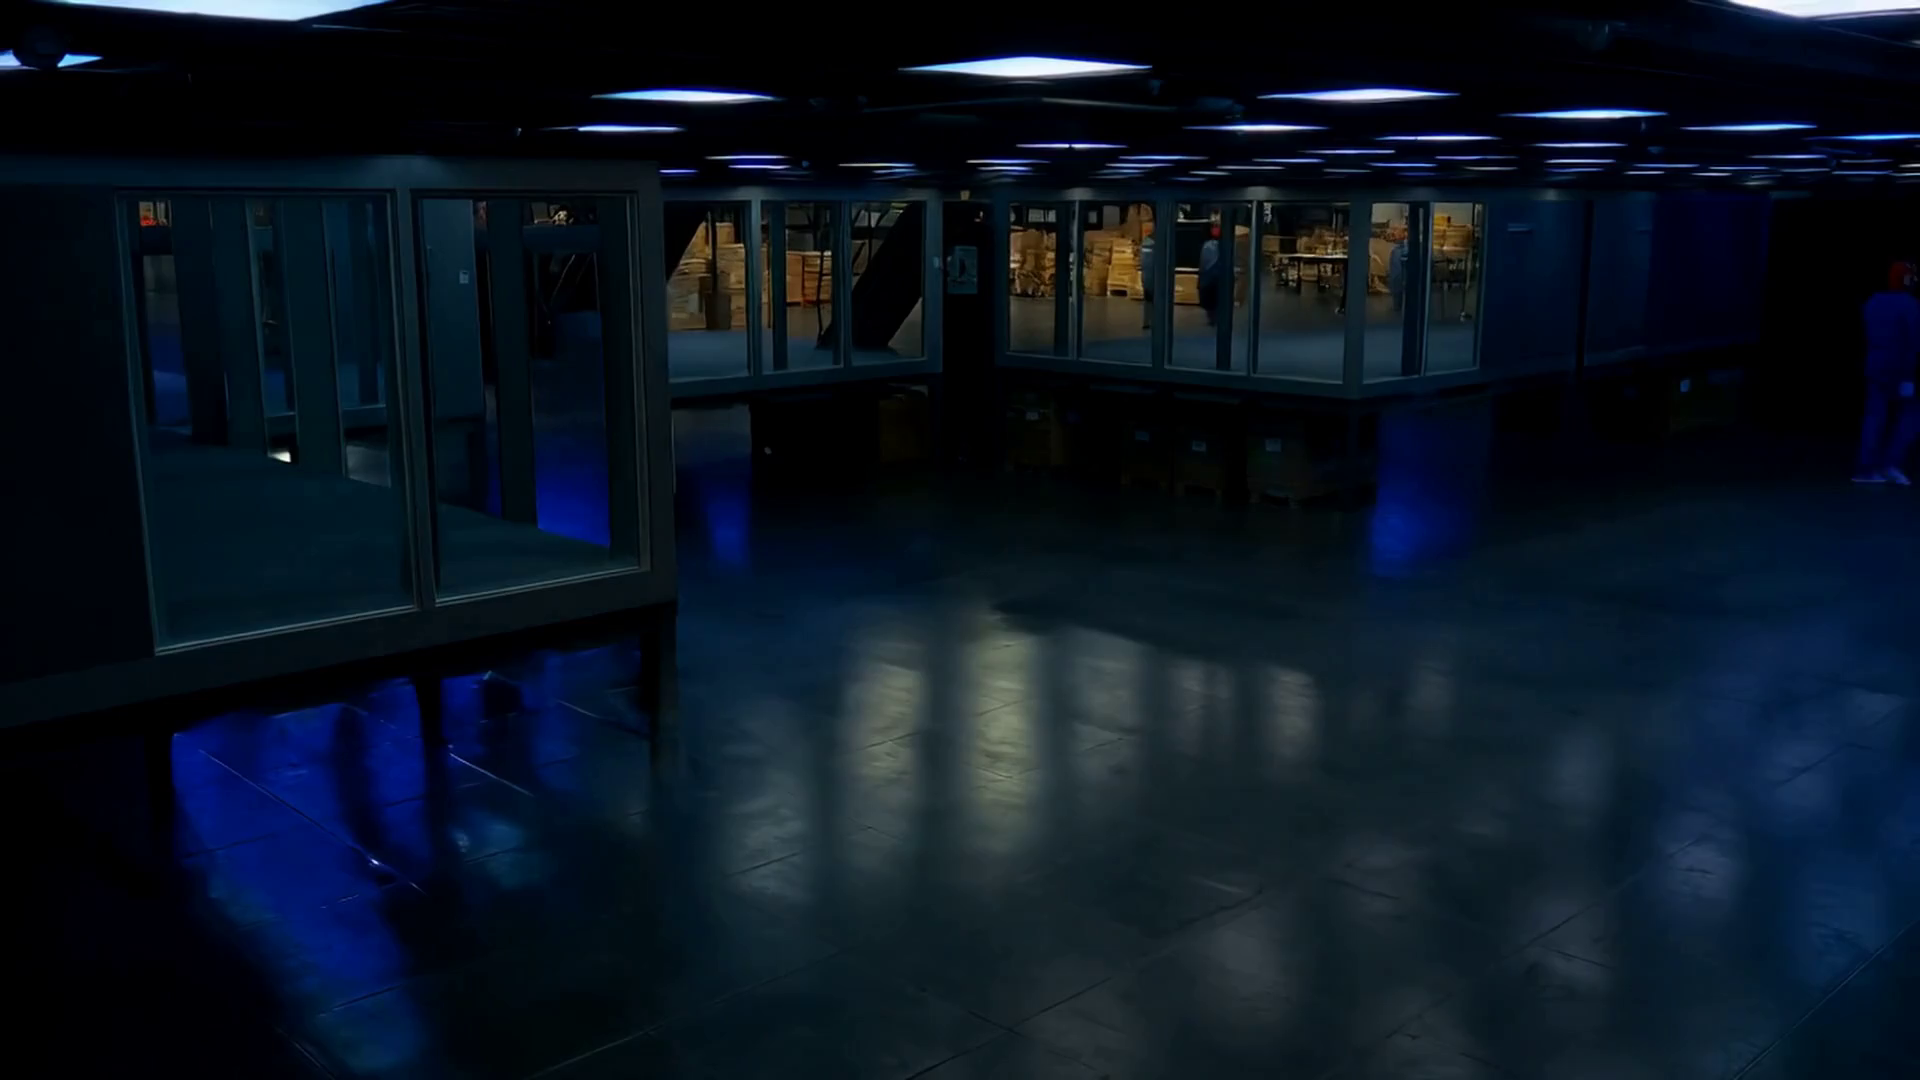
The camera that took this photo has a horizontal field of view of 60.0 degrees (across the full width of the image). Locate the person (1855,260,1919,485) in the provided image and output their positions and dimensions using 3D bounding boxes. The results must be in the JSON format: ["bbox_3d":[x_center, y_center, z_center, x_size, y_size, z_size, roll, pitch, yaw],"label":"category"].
[{"bbox_3d":[7.877,-1.395,13.988,0.540,1.887,0.678,-2,11,-8],"label":"person"}]

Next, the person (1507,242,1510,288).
[{"bbox_3d":[12.818,-6.396,39.119,0.599,1.866,0.418,-11,16,-43],"label":"person"}]
